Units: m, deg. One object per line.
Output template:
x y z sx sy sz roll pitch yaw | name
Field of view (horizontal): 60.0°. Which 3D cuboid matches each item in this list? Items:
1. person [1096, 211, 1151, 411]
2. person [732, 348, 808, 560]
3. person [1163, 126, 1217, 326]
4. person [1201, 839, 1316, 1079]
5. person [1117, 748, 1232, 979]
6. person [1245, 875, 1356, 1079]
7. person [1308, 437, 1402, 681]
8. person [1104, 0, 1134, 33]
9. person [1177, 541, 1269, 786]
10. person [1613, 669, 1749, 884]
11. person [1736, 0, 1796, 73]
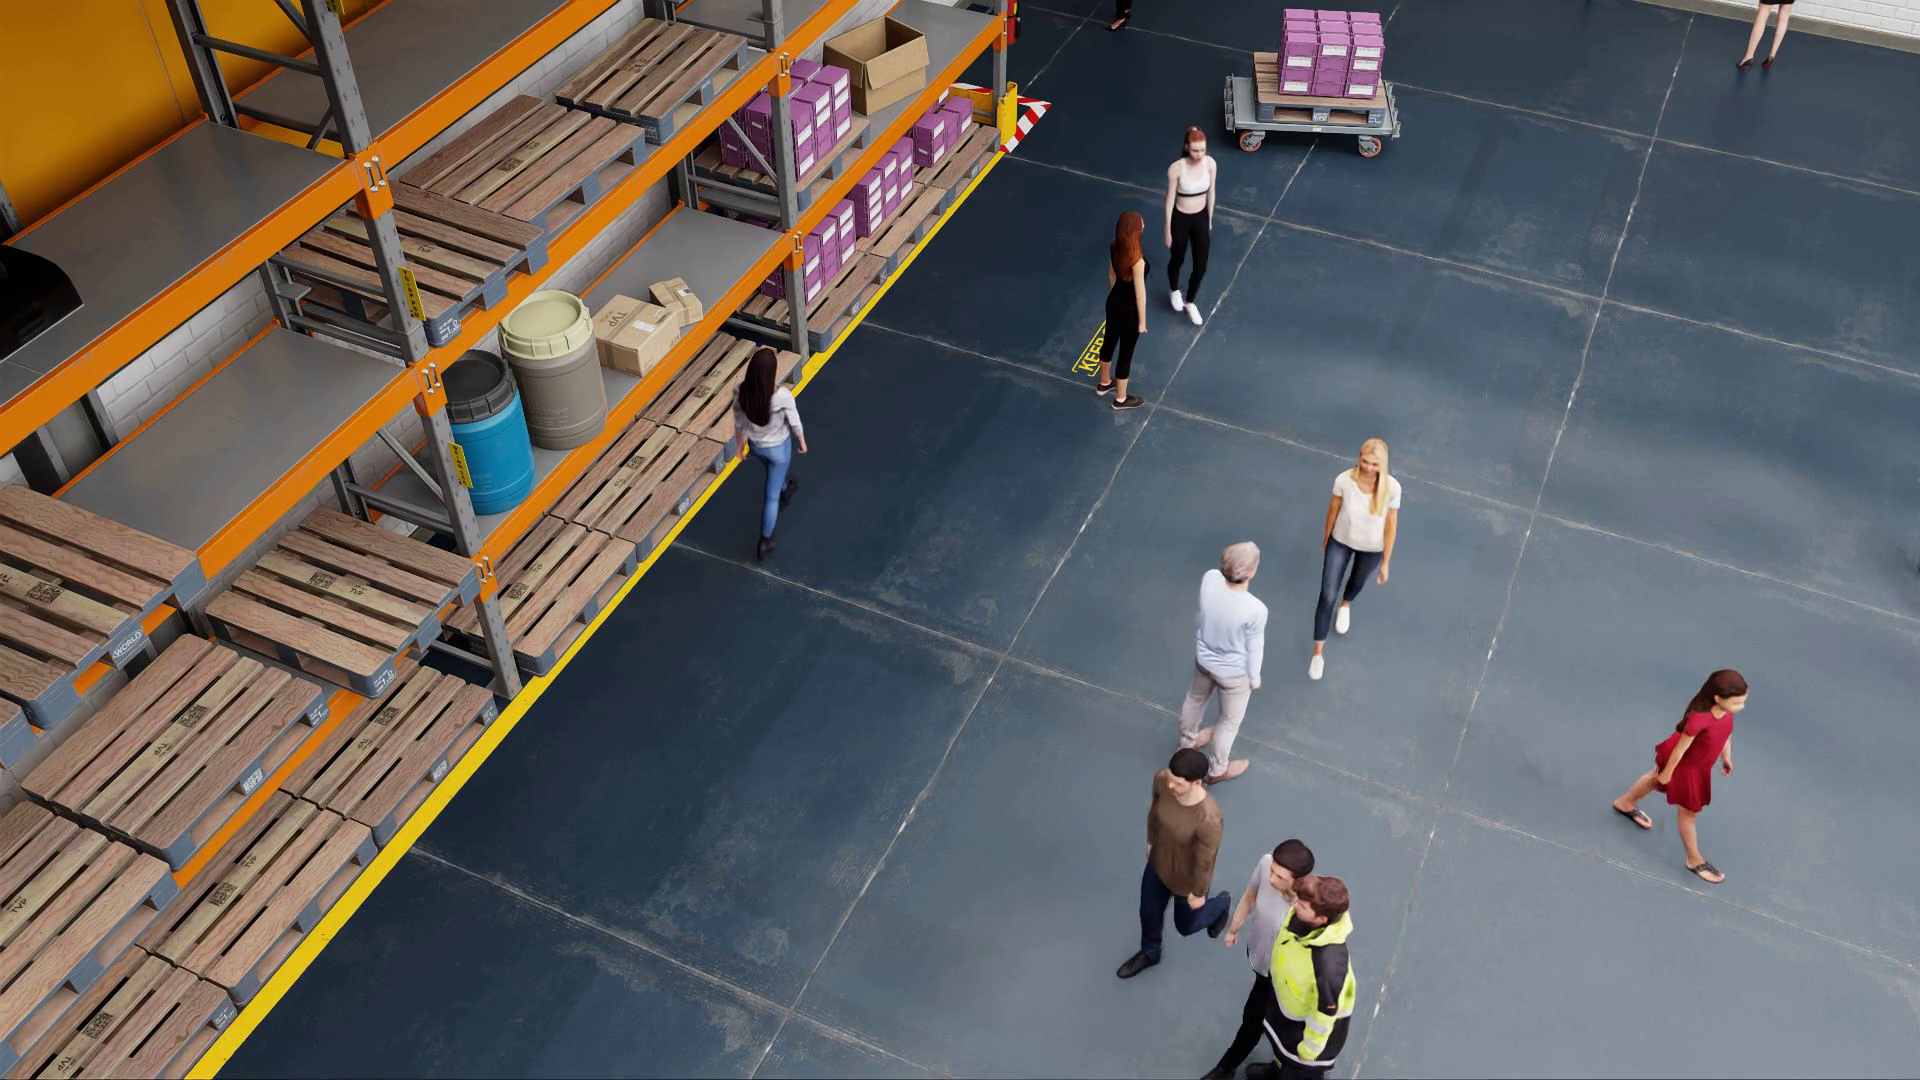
1.258 -1.782 12.825 0.683 1.726 0.652 -21 47 -20 | person
-1.362 -0.579 11.664 0.684 1.586 1.076 14 45 14 | person
1.849 -2.657 13.743 0.838 1.728 0.910 -9 44 -9 | person
1.710 2.129 8.648 1.243 1.825 1.125 -21 48 -21 | person
1.258 1.738 9.031 1.090 1.864 0.917 -29 51 -27 | person
1.756 2.325 8.331 0.937 1.979 0.812 -5 44 -6 | person
2.615 -0.006 10.930 0.747 1.769 1.134 9 44 10 | person
1.734 -6.200 17.513 0.675 1.657 0.485 24 49 23 | person
1.587 0.744 10.055 0.721 1.890 0.731 -29 51 -27 | person
4.222 1.250 9.796 1.023 1.515 0.895 -31 51 -28 | person
8.293 -5.601 16.776 0.660 1.807 0.646 -1 44 -1 | person
